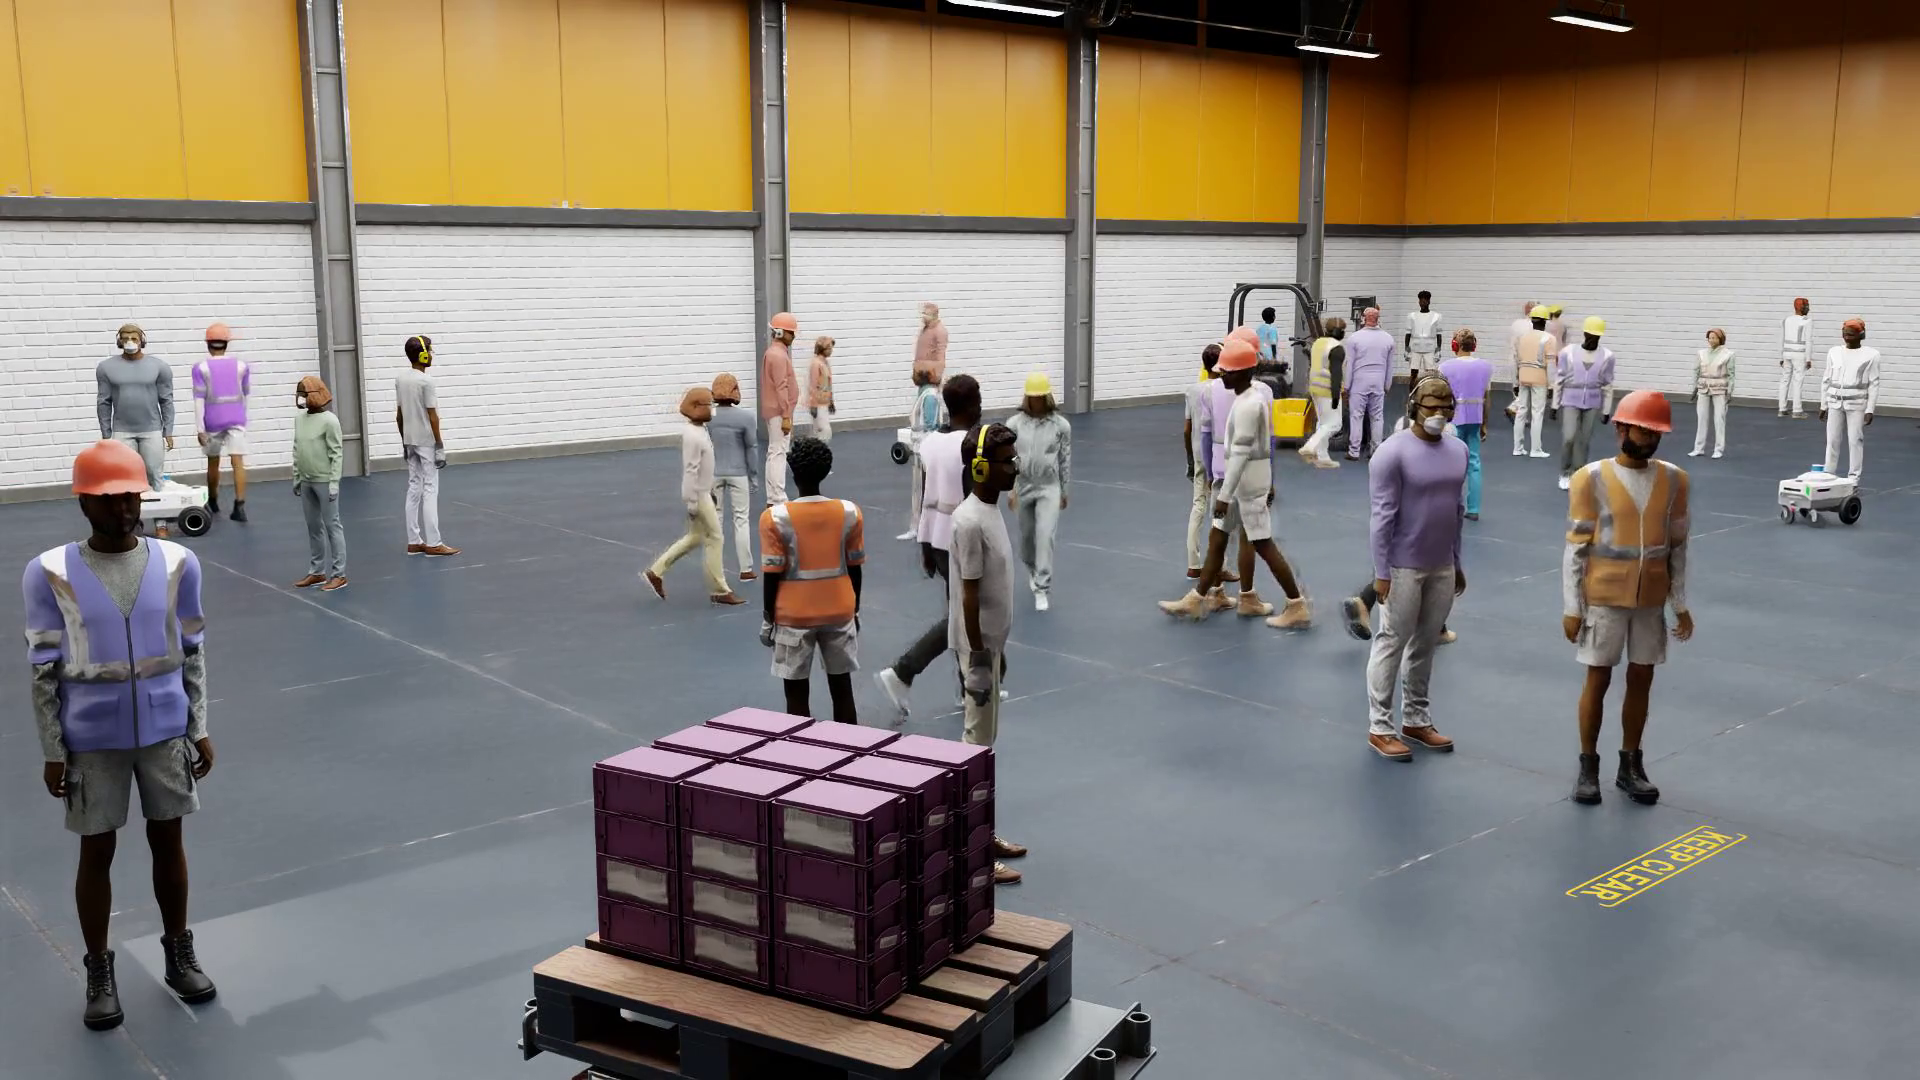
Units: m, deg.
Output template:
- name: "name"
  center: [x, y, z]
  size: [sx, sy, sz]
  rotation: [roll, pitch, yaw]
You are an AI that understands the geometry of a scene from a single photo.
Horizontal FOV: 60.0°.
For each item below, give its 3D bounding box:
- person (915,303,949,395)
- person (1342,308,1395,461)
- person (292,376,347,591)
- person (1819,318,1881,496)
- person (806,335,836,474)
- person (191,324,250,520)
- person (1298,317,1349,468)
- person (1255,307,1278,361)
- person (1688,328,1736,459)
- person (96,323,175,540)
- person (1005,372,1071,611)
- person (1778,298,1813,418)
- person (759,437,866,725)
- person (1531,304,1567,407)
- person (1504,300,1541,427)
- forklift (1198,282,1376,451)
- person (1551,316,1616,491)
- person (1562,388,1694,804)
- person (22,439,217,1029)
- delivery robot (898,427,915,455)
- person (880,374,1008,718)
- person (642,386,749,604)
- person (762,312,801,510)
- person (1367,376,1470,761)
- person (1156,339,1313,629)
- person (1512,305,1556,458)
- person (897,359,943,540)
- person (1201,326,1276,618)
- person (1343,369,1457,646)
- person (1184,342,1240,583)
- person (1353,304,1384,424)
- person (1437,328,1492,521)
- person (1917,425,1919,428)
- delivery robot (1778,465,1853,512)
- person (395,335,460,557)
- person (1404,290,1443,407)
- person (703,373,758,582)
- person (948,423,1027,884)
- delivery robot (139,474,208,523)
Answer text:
- name: "person"
  center: [-0.446, -2.325, 23.039]
  size: [0.405, 1.884, 0.756]
  rotation: [-5, 11, -26]
- name: "person"
  center: [5.055, -1.929, 20.668]
  size: [0.647, 1.901, 0.402]
  rotation: [-2, 10, -12]
- name: "person"
  center: [-4.894, -0.433, 12.664]
  size: [0.500, 1.633, 0.285]
  rotation: [6, 11, 30]
- name: "person"
  center: [9.398, -1.406, 17.621]
  size: [0.356, 1.887, 0.572]
  rotation: [-7, 12, -36]
- name: "person"
  center: [-1.601, -1.539, 19.149]
  size: [0.370, 1.619, 0.551]
  rotation: [1, 10, 8]
- name: "person"
  center: [-7.153, -1.147, 16.141]
  size: [0.540, 1.875, 1.036]
  rotation: [-6, 12, -33]
- name: "person"
  center: [4.320, -1.737, 19.744]
  size: [0.553, 1.821, 0.665]
  rotation: [-3, 10, -15]
- name: "person"
  center: [5.052, -2.976, 27.368]
  size: [0.321, 1.697, 0.529]
  rotation: [-4, 10, -22]
- name: "person"
  center: [9.463, -1.843, 20.911]
  size: [0.310, 1.636, 0.523]
  rotation: [-8, 12, -38]
- name: "person"
  center: [-7.333, -0.956, 14.835]
  size: [0.631, 1.940, 0.372]
  rotation: [-3, 10, -19]
- name: "person"
  center: [0.569, -0.390, 12.203]
  size: [0.479, 1.711, 0.814]
  rotation: [1, 10, 6]
- name: "person"
  center: [13.132, -2.858, 26.139]
  size: [0.358, 1.881, 0.574]
  rotation: [-4, 11, -23]
- name: "person"
  center: [-0.693, 0.363, 7.819]
  size: [0.538, 1.695, 0.320]
  rotation: [-5, 11, -26]
- name: "person"
  center: [10.027, -3.133, 28.204]
  size: [0.545, 1.714, 0.923]
  rotation: [-3, 10, -19]
- name: "person"
  center: [8.308, -2.583, 24.530]
  size: [0.539, 1.889, 0.642]
  rotation: [-3, 10, -15]
- name: "forklift"
  center: [4.328, -2.346, 22.227]
  size: [2.313, 2.155, 1.214]
  rotation: [3, 10, 16]
- name: "person"
  center: [6.710, -1.459, 17.906]
  size: [0.613, 1.893, 0.540]
  rotation: [2, 10, 10]
- name: "person"
  center: [3.089, 0.266, 7.712]
  size: [0.585, 1.928, 0.371]
  rotation: [0, 10, -2]
- name: "person"
  center: [-2.771, 0.630, 5.540]
  size: [0.544, 1.943, 0.347]
  rotation: [-8, 12, -39]
- name: "delivery robot"
  center: [-0.416, -1.235, 20.240]
  size: [0.707, 0.478, 0.477]
  rotation: [8, 13, 39]
- name: "person"
  center: [-0.078, 0.035, 9.161]
  size: [0.813, 1.899, 0.586]
  rotation: [-5, 11, -28]
- name: "person"
  center: [-1.939, -0.320, 12.079]
  size: [0.724, 1.607, 0.514]
  rotation: [-1, 10, -5]
- name: "person"
  center: [-1.741, -1.227, 16.285]
  size: [0.391, 1.986, 0.609]
  rotation: [-3, 10, -15]
- name: "person"
  center: [2.328, 0.138, 8.437]
  size: [0.629, 1.936, 0.371]
  rotation: [-6, 11, -30]
- name: "person"
  center: [1.931, -0.372, 11.315]
  size: [1.082, 1.982, 0.611]
  rotation: [2, 10, 11]
- name: "person"
  center: [7.249, -1.995, 20.984]
  size: [0.397, 1.918, 0.588]
  rotation: [-7, 12, -36]
- name: "person"
  center: [-0.270, -0.774, 14.724]
  size: [0.484, 1.652, 0.542]
  rotation: [-2, 10, -10]
- name: "person"
  center: [1.970, -0.476, 11.710]
  size: [0.368, 2.048, 0.607]
  rotation: [-9, 13, -42]
- name: "person"
  center: [2.913, -0.189, 10.721]
  size: [0.729, 1.817, 0.553]
  rotation: [-5, 11, -29]
- name: "person"
  center: [1.969, -0.598, 12.941]
  size: [0.328, 1.872, 0.515]
  rotation: [-9, 13, -43]
- name: "person"
  center: [6.170, -2.655, 25.067]
  size: [0.429, 1.845, 0.622]
  rotation: [-3, 10, -19]
- name: "person"
  center: [4.792, -1.087, 15.871]
  size: [0.565, 1.845, 0.387]
  rotation: [-3, 10, -14]
- name: "person"
  center: [14.418, -2.587, 24.478]
  size: [0.639, 1.908, 0.409]
  rotation: [-8, 13, -39]
- name: "delivery robot"
  center: [8.117, -0.472, 15.774]
  size: [0.707, 0.478, 0.477]
  rotation: [-5, 11, -27]
- name: "person"
  center: [-4.539, -0.792, 14.073]
  size: [0.521, 1.874, 0.327]
  rotation: [7, 12, 34]
- name: "person"
  center: [7.739, -3.186, 27.806]
  size: [0.614, 1.964, 0.361]
  rotation: [4, 10, 22]
- name: "person"
  center: [-1.817, -0.482, 12.949]
  size: [0.501, 1.633, 0.283]
  rotation: [1, 10, 4]
- name: "person"
  center: [0.115, 0.452, 6.794]
  size: [0.319, 1.871, 0.532]
  rotation: [1, 10, 7]
- name: "delivery robot"
  center: [-7.220, -0.359, 15.111]
  size: [0.707, 0.478, 0.477]
  rotation: [-4, 11, -23]
